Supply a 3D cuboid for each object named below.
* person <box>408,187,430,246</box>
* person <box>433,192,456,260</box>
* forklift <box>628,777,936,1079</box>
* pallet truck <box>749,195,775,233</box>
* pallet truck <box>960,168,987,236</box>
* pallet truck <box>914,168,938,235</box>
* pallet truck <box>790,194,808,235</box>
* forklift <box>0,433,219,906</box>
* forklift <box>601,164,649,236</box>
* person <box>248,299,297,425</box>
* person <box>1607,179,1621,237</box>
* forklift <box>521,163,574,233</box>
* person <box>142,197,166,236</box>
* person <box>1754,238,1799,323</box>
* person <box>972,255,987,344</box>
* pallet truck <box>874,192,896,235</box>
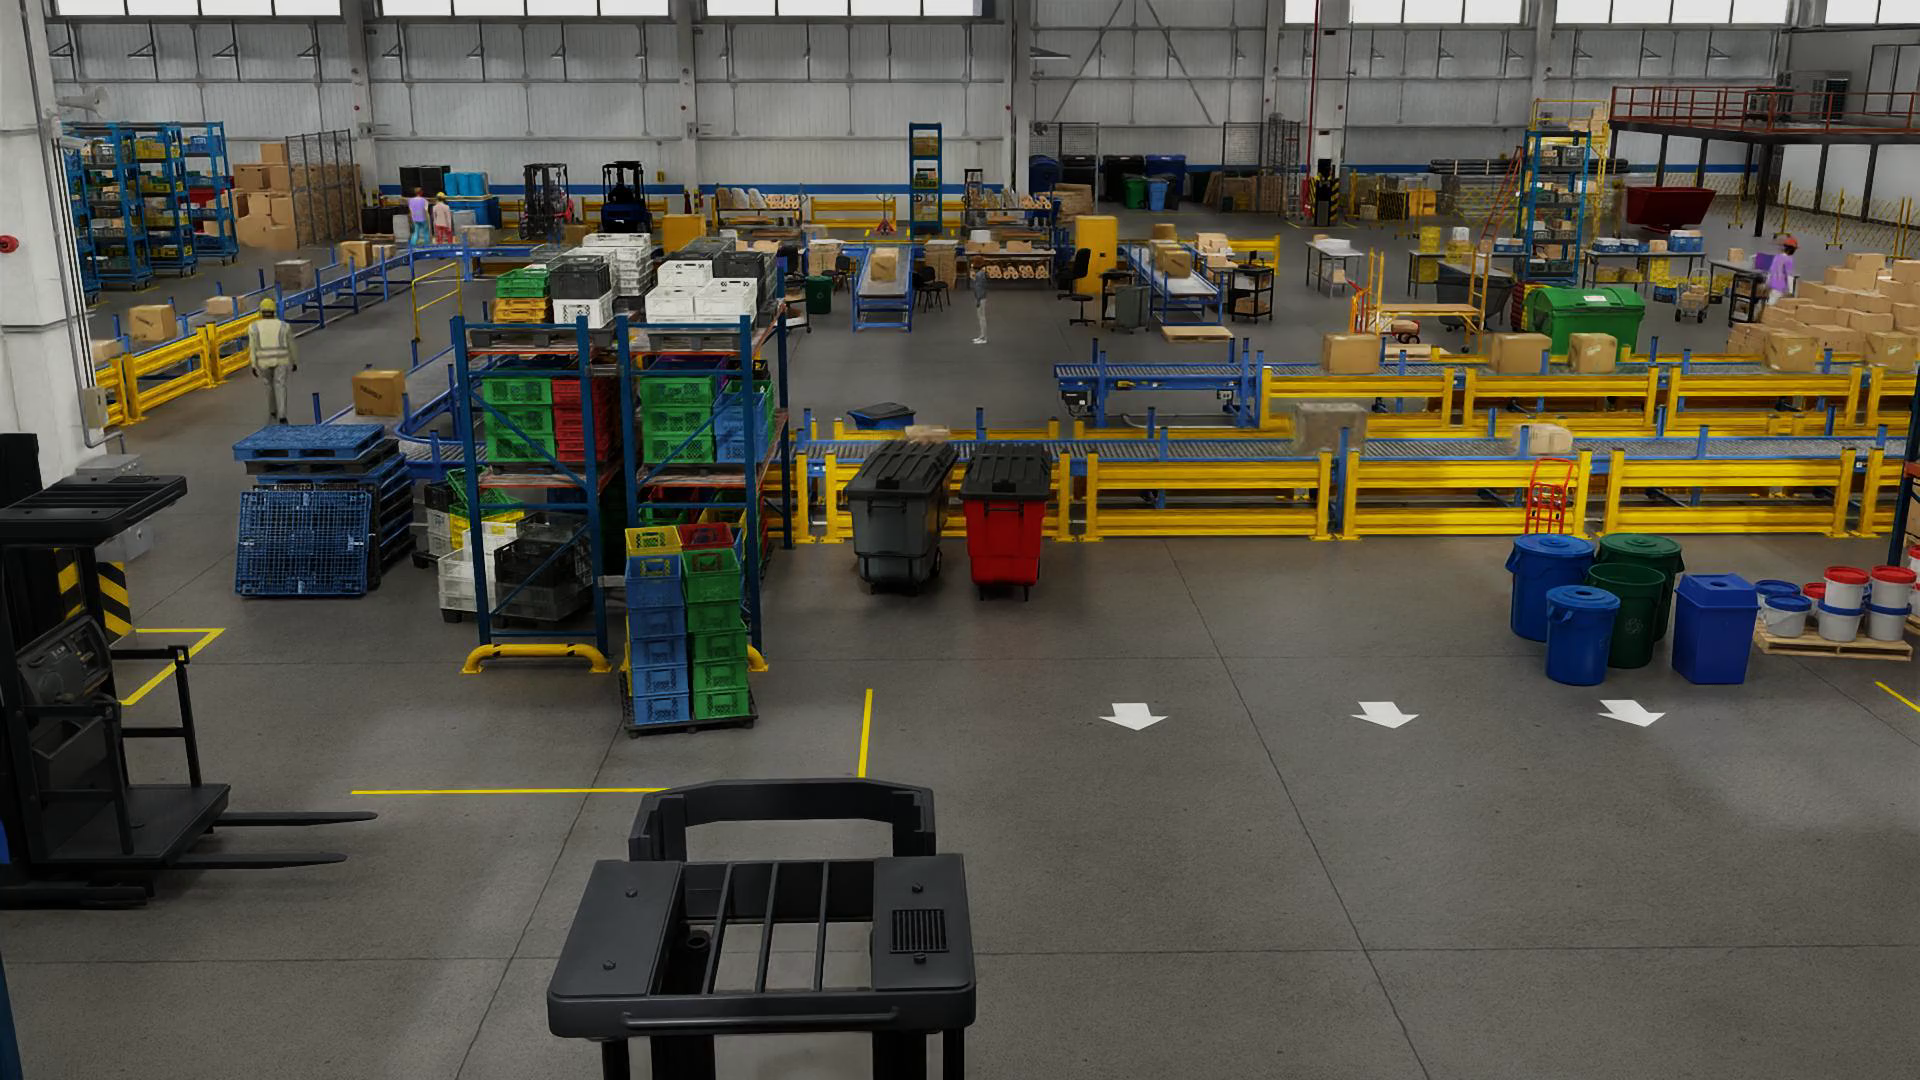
[{"bbox_3d":[-14.581,-8.597,44.840,0.586,1.820,0.755,2,16,8],"label":"person"},{"bbox_3d":[-13.615,-8.311,43.972,0.551,1.738,0.713,5,17,16],"label":"person"},{"bbox_3d":[-0.542,2.165,5.552,1.129,2.768,1.873,-1,16,-2],"label":"forklift"},{"bbox_3d":[-6.051,-9.967,50.660,0.680,1.201,1.601,0,16,-1],"label":"pallet truck"},{"bbox_3d":[0.383,-10.230,50.206,0.823,1.965,1.885,-1,16,-3],"label":"pallet truck"},{"bbox_3d":[-0.989,-10.316,50.507,0.823,1.965,1.885,1,16,3],"label":"pallet truck"},{"bbox_3d":[-4.814,-9.883,50.259,0.704,1.261,1.522,-1,16,-3],"label":"pallet truck"},{"bbox_3d":[-5.952,0.780,10.366,1.873,2.768,1.129,0,16,-1],"label":"forklift"},{"bbox_3d":[-9.948,-10.127,49.296,1.157,1.987,2.680,-1,16,-3],"label":"forklift"},{"bbox_3d":[-9.891,-2.581,24.005,0.615,1.778,0.937,-5,17,-17],"label":"person"},{"bbox_3d":[19.507,-9.898,49.584,0.542,1.701,0.535,9,18,28],"label":"person"},{"bbox_3d":[-12.233,-10.122,49.298,1.157,1.987,2.680,0,16,-1],"label":"forklift"},{"bbox_3d":[-23.341,-9.454,47.602,0.657,1.956,0.859,10,19,30],"label":"person"},{"bbox_3d":[15.491,-4.760,31.438,1.018,1.867,0.573,1,16,3],"label":"person"},{"bbox_3d":[0.357,-4.450,30.788,0.287,1.626,0.497,0,16,0],"label":"person"},{"bbox_3d":[-2.277,-9.986,50.594,0.653,1.274,1.630,0,16,-1],"label":"pallet truck"}]
